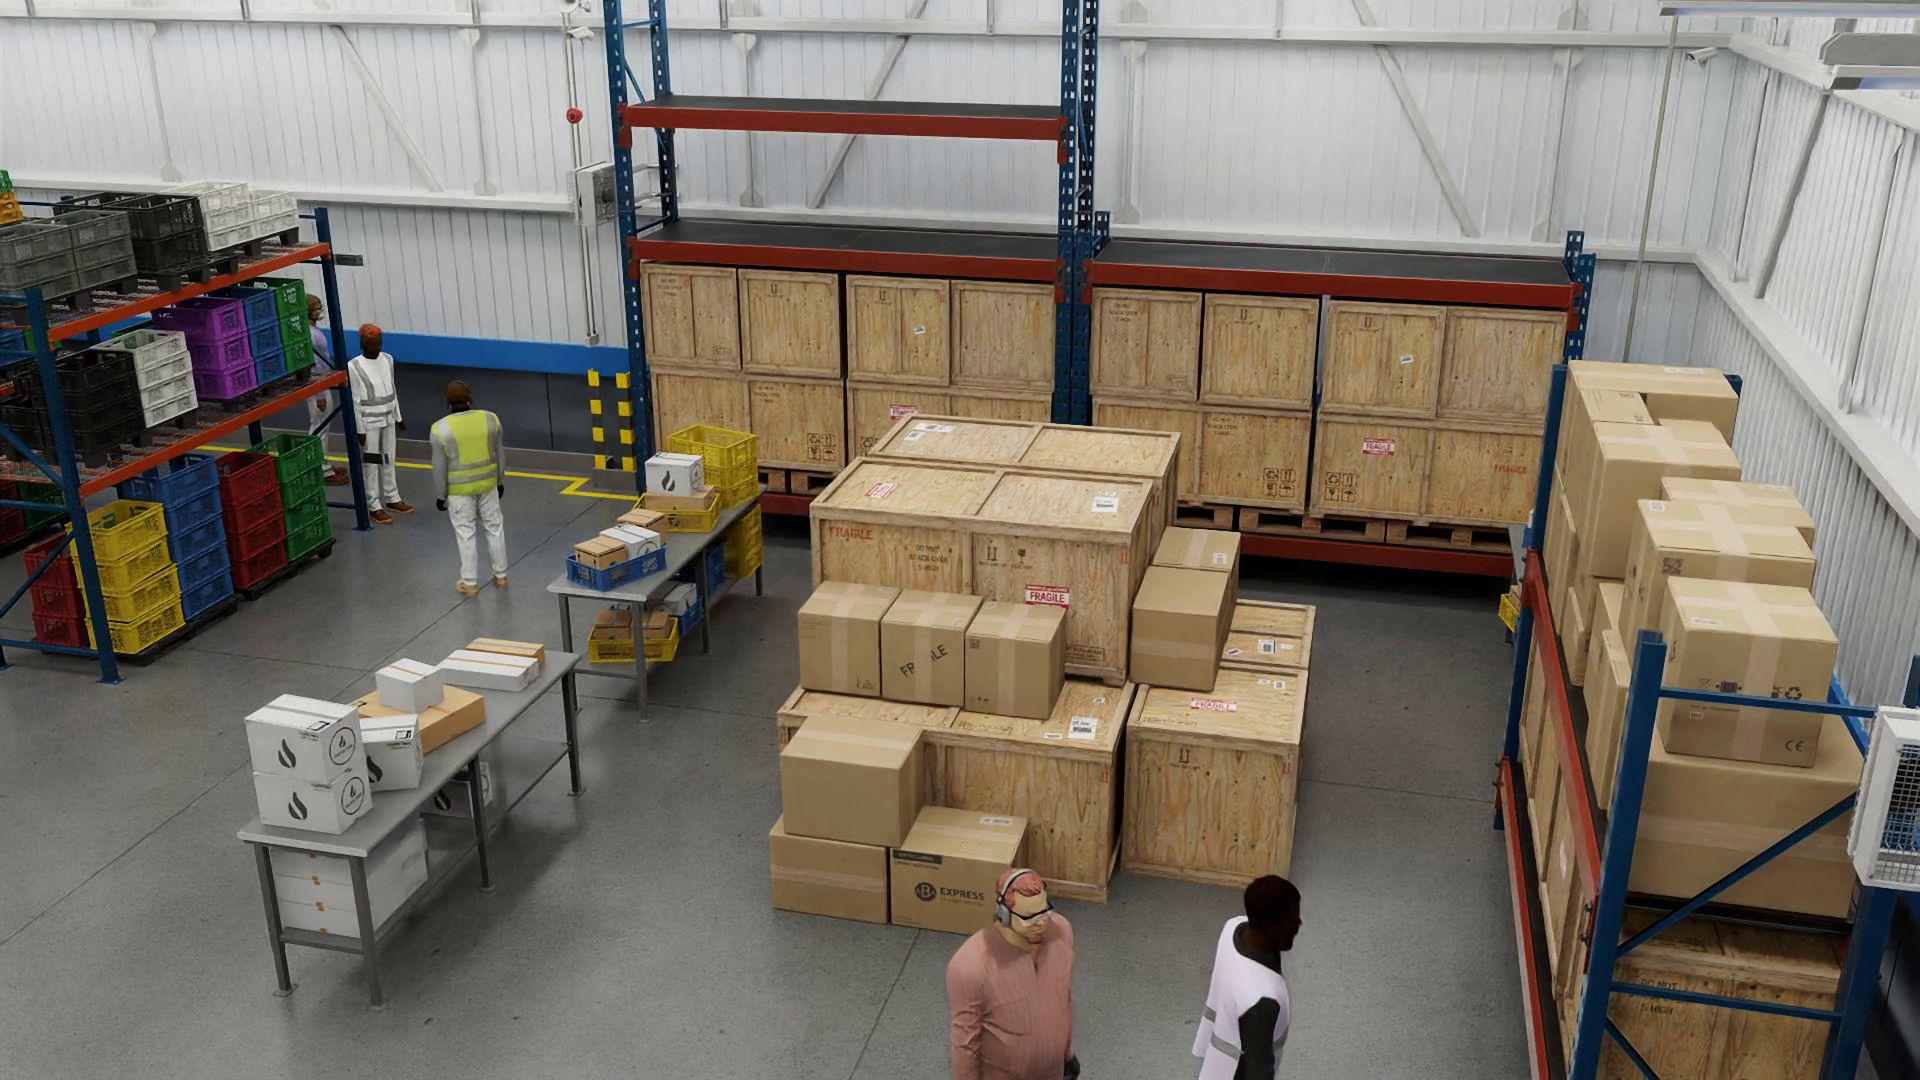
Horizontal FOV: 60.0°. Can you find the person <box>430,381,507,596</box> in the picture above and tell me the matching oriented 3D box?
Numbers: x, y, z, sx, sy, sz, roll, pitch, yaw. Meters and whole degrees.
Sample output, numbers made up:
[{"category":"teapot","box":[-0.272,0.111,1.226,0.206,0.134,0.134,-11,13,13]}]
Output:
[{"category":"person","box":[-4.118,-0.440,13.982,0.619,1.840,0.430,-15,26,-34]}]

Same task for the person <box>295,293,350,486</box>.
[{"category":"person","box":[-6.424,-1.511,16.642,0.354,1.937,0.635,-8,22,-21]}]

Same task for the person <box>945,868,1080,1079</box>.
[{"category":"person","box":[0.253,2.213,6.942,0.639,1.910,0.407,-16,26,-36]}]

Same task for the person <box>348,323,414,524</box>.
[{"category":"person","box":[-5.475,-1.108,15.661,0.356,1.886,0.572,9,23,23]}]

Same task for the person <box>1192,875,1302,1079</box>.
[{"category":"person","box":[1.168,2.226,6.914,0.387,1.910,0.584,-1,21,-2]}]
